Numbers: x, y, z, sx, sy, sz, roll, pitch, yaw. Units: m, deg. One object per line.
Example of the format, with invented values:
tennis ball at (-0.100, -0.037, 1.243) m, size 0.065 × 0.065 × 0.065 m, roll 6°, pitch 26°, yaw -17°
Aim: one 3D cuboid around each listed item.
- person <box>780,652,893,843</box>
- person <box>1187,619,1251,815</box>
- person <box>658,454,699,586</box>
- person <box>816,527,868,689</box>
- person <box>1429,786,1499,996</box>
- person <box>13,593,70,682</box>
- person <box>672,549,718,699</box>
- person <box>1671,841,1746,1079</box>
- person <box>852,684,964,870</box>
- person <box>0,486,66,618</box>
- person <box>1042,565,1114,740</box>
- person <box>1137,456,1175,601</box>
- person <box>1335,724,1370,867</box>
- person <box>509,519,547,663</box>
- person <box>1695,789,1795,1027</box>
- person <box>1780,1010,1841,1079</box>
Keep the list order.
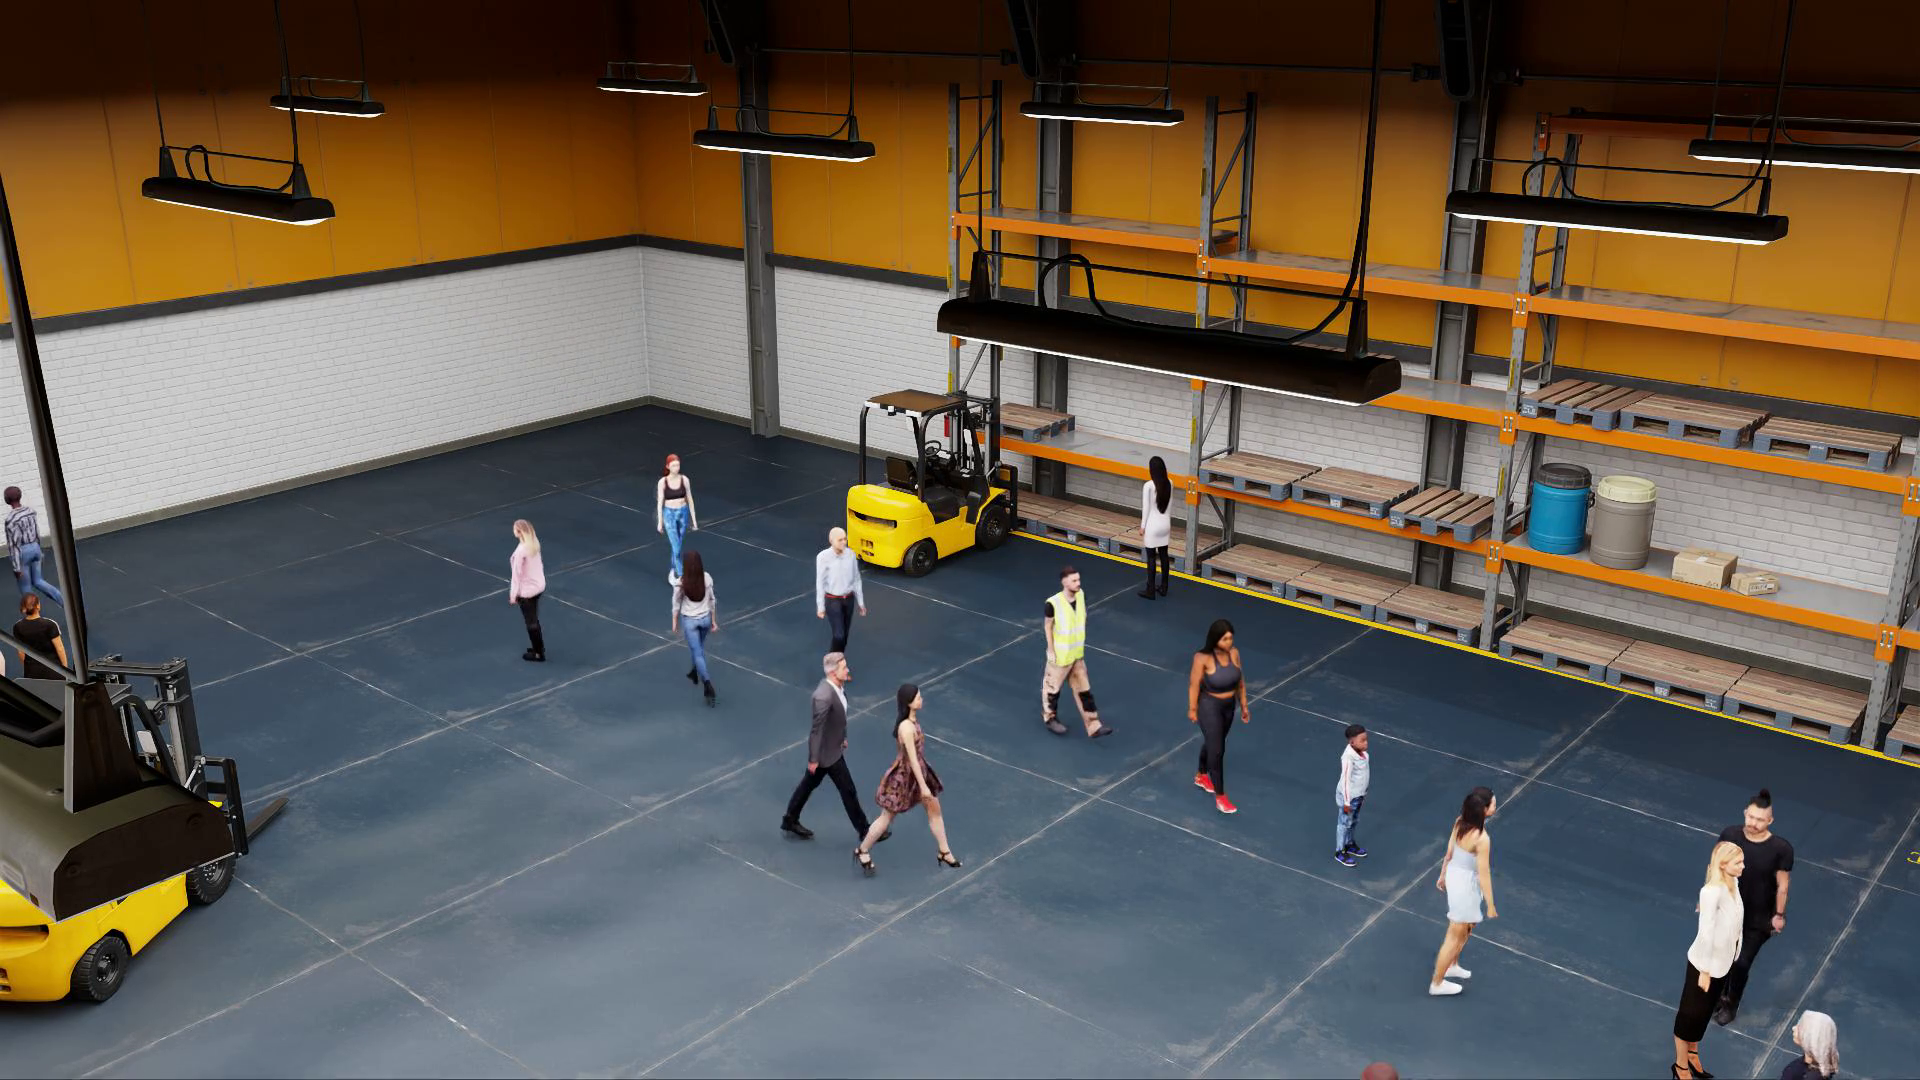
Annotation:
person at (-1.244, 1.848, 14.586) m, size 1.354 × 1.776 × 1.200 m, roll 1°, pitch 19°, yaw 4°
person at (2.327, 1.547, 15.464) m, size 0.871 × 1.785 × 1.117 m, roll -11°, pitch 22°, yaw -30°
person at (-3.573, -0.219, 20.768) m, size 0.846 × 1.748 × 1.184 m, roll -10°, pitch 21°, yaw -28°
person at (-1.355, 0.686, 18.043) m, size 0.725 × 1.772 × 0.739 m, roll -14°, pitch 23°, yaw -36°
person at (3.663, 2.623, 12.387) m, size 0.836 × 1.711 × 0.765 m, roll -3°, pitch 19°, yaw -10°
person at (-9.022, 1.298, 16.388) m, size 0.670 × 1.667 × 0.721 m, roll -3°, pitch 19°, yaw -8°
person at (-2.768, 0.919, 17.631) m, size 0.813 × 1.593 × 1.113 m, roll -11°, pitch 22°, yaw -31°
person at (5.116, 2.899, 11.337) m, size 0.516 × 1.857 × 0.618 m, roll 16°, pitch 24°, yaw 39°
person at (-0.523, 2.066, 14.017) m, size 1.237 × 1.726 × 1.080 m, roll 1°, pitch 19°, yaw 2°
person at (-10.761, 0.243, 19.349) m, size 1.024 × 1.777 × 0.908 m, roll 2°, pitch 19°, yaw 6°
person at (1.014, 1.103, 16.732) m, size 0.854 × 1.819 × 1.094 m, roll -14°, pitch 23°, yaw -35°
person at (2.425, -0.155, 20.483) m, size 0.670 × 1.808 × 0.636 m, roll -11°, pitch 21°, yaw -29°
person at (3.399, 2.176, 14.417) m, size 0.479 × 1.261 × 0.470 m, roll 15°, pitch 24°, yaw 37°
person at (-4.724, 0.570, 18.533) m, size 0.706 × 1.680 × 0.709 m, roll 6°, pitch 19°, yaw 16°
person at (5.739, 2.644, 12.091) m, size 0.806 × 1.860 × 0.569 m, roll -14°, pitch 23°, yaw -36°
person at (4.962, 3.547, 9.665) m, size 1.177 × 1.698 × 0.663 m, roll 13°, pitch 23°, yaw 34°
